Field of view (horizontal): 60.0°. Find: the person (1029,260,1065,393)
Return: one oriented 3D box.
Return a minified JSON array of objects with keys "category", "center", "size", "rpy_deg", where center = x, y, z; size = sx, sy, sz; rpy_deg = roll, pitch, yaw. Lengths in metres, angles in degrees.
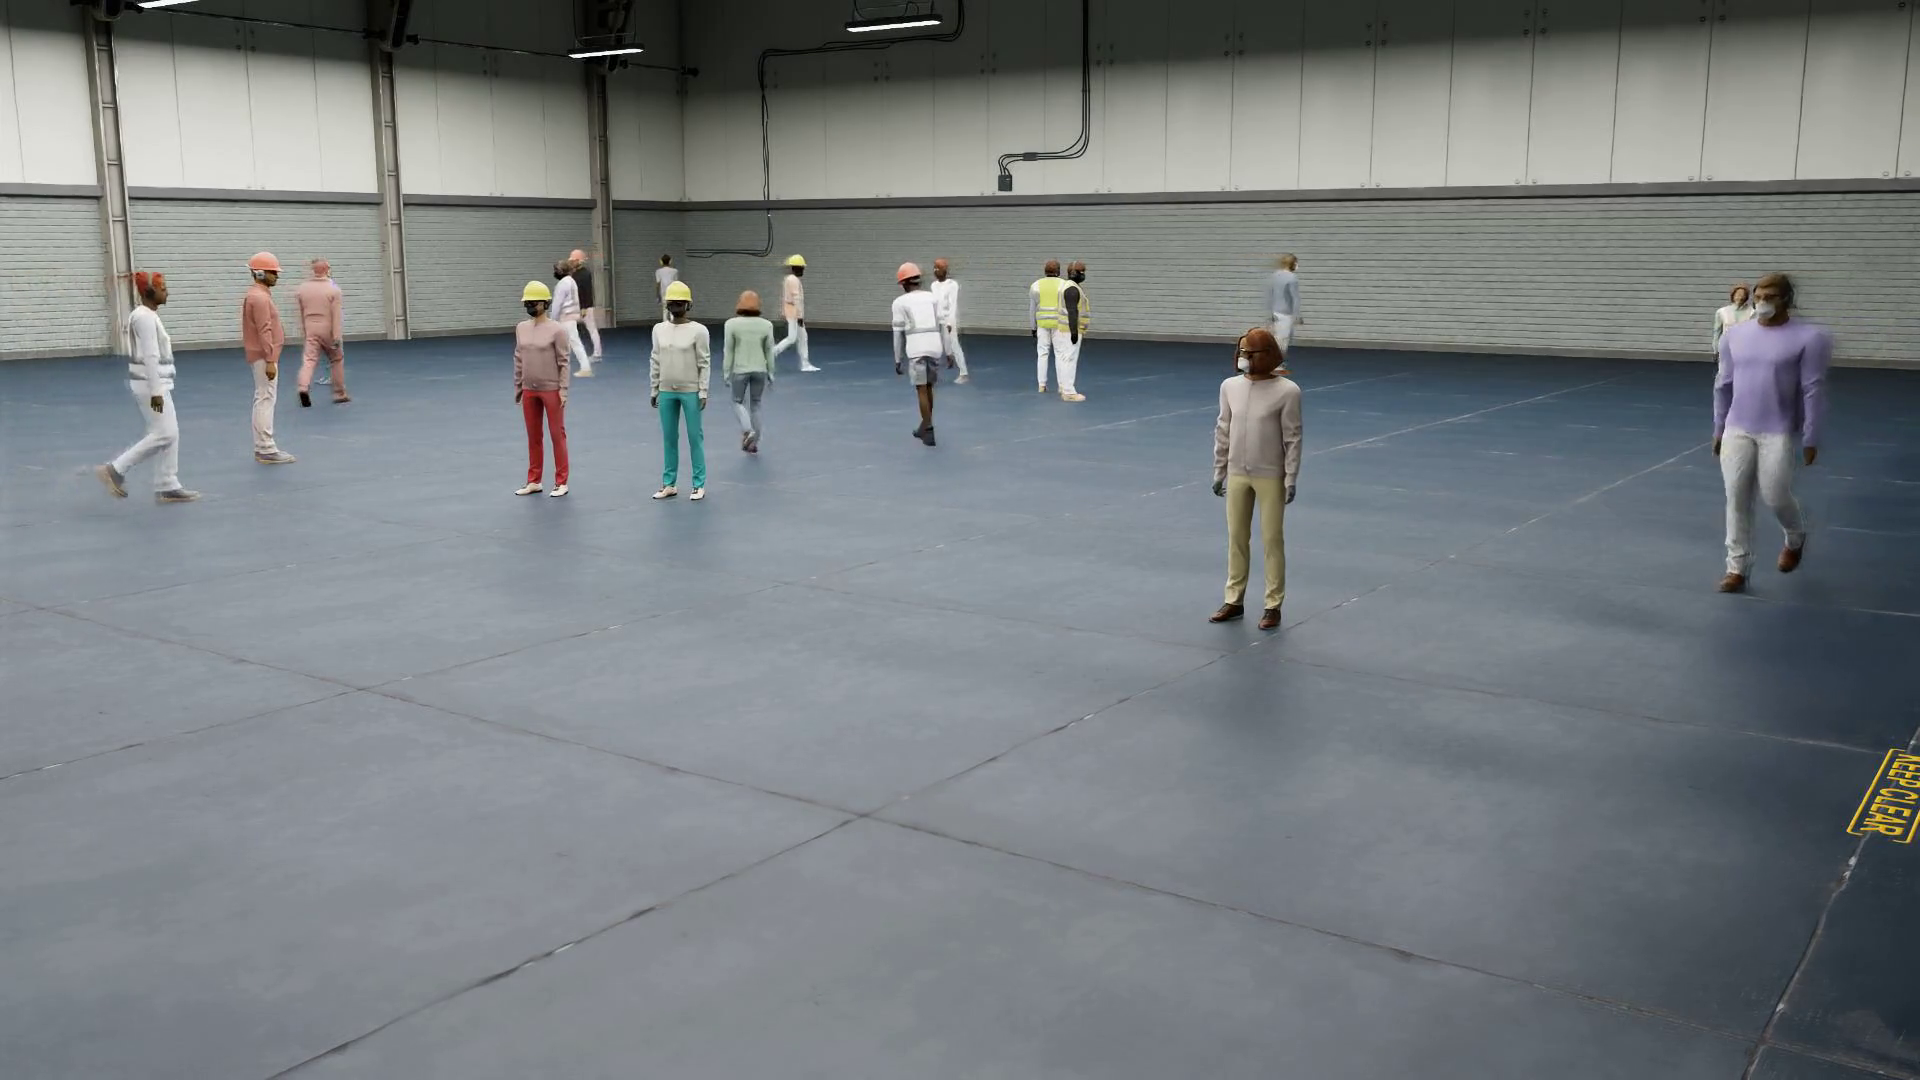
[{"category":"person","center":[1.291,-2.974,23.202],"size":[0.620,1.845,0.430],"rpy_deg":[3,11,18]}]

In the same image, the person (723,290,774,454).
[{"category":"person","center":[-2.069,-1.641,16.359],"size":[0.517,1.617,0.394],"rpy_deg":[-4,11,-19]}]

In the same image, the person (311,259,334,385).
[{"category":"person","center":[-9.329,-3.205,24.485],"size":[0.389,1.846,0.565],"rpy_deg":[-6,12,-31]}]

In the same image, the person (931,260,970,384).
[{"category":"person","center":[-0.218,-3.185,24.419],"size":[0.590,1.845,0.974],"rpy_deg":[10,14,44]}]

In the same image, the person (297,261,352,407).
[{"category":"person","center":[-8.236,-2.651,21.359],"size":[0.648,1.868,0.950],"rpy_deg":[2,10,9]}]

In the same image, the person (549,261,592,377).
[{"category":"person","center":[-6.187,-3.421,25.860],"size":[0.944,1.791,0.622],"rpy_deg":[-1,10,-4]}]

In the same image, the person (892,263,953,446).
[{"category":"person","center":[-0.416,-1.939,17.351],"size":[0.580,1.861,0.916],"rpy_deg":[-4,11,-22]}]

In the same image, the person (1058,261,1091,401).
[{"category":"person","center":[1.512,-2.760,22.012],"size":[0.430,1.840,0.626],"rpy_deg":[0,10,1]}]

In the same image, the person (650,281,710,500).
[{"category":"person","center":[-2.275,-1.204,13.496],"size":[0.526,1.771,0.305],"rpy_deg":[3,11,16]}]

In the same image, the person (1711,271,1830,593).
[{"category":"person","center":[4.862,-0.652,9.995],"size":[0.738,1.919,0.633],"rpy_deg":[-9,13,-41]}]

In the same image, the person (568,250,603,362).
[{"category":"person","center":[-6.696,-4.068,29.027],"size":[0.990,1.942,0.647],"rpy_deg":[-9,14,-41]}]

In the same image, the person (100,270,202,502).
[{"category":"person","center":[-6.477,-1.204,13.217],"size":[0.608,1.866,0.587],"rpy_deg":[-4,11,-21]}]

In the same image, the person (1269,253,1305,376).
[{"category":"person","center":[5.140,-3.530,26.112],"size":[0.577,1.921,0.642],"rpy_deg":[-2,10,-13]}]

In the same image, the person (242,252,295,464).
[{"category":"person","center":[-6.569,-1.723,15.776],"size":[0.394,1.990,0.618],"rpy_deg":[-5,12,-28]}]

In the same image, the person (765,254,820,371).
[{"category":"person","center":[-2.734,-3.660,26.898],"size":[0.843,1.904,0.589],"rpy_deg":[-1,10,-3]}]

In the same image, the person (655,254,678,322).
[{"category":"person","center":[-6.494,-5.431,36.969],"size":[0.514,1.843,0.876],"rpy_deg":[-1,10,-5]}]

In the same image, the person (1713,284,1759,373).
[{"category":"person","center":[9.068,-2.175,19.430],"size":[0.519,1.623,0.759],"rpy_deg":[4,11,21]}]

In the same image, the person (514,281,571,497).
[{"category":"person","center":[-3.440,-1.233,13.664],"size":[0.523,1.769,0.316],"rpy_deg":[4,11,21]}]

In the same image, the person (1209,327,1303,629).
[{"category":"person","center":[1.598,-0.333,8.998],"size":[0.504,1.631,0.282],"rpy_deg":[8,13,38]}]
